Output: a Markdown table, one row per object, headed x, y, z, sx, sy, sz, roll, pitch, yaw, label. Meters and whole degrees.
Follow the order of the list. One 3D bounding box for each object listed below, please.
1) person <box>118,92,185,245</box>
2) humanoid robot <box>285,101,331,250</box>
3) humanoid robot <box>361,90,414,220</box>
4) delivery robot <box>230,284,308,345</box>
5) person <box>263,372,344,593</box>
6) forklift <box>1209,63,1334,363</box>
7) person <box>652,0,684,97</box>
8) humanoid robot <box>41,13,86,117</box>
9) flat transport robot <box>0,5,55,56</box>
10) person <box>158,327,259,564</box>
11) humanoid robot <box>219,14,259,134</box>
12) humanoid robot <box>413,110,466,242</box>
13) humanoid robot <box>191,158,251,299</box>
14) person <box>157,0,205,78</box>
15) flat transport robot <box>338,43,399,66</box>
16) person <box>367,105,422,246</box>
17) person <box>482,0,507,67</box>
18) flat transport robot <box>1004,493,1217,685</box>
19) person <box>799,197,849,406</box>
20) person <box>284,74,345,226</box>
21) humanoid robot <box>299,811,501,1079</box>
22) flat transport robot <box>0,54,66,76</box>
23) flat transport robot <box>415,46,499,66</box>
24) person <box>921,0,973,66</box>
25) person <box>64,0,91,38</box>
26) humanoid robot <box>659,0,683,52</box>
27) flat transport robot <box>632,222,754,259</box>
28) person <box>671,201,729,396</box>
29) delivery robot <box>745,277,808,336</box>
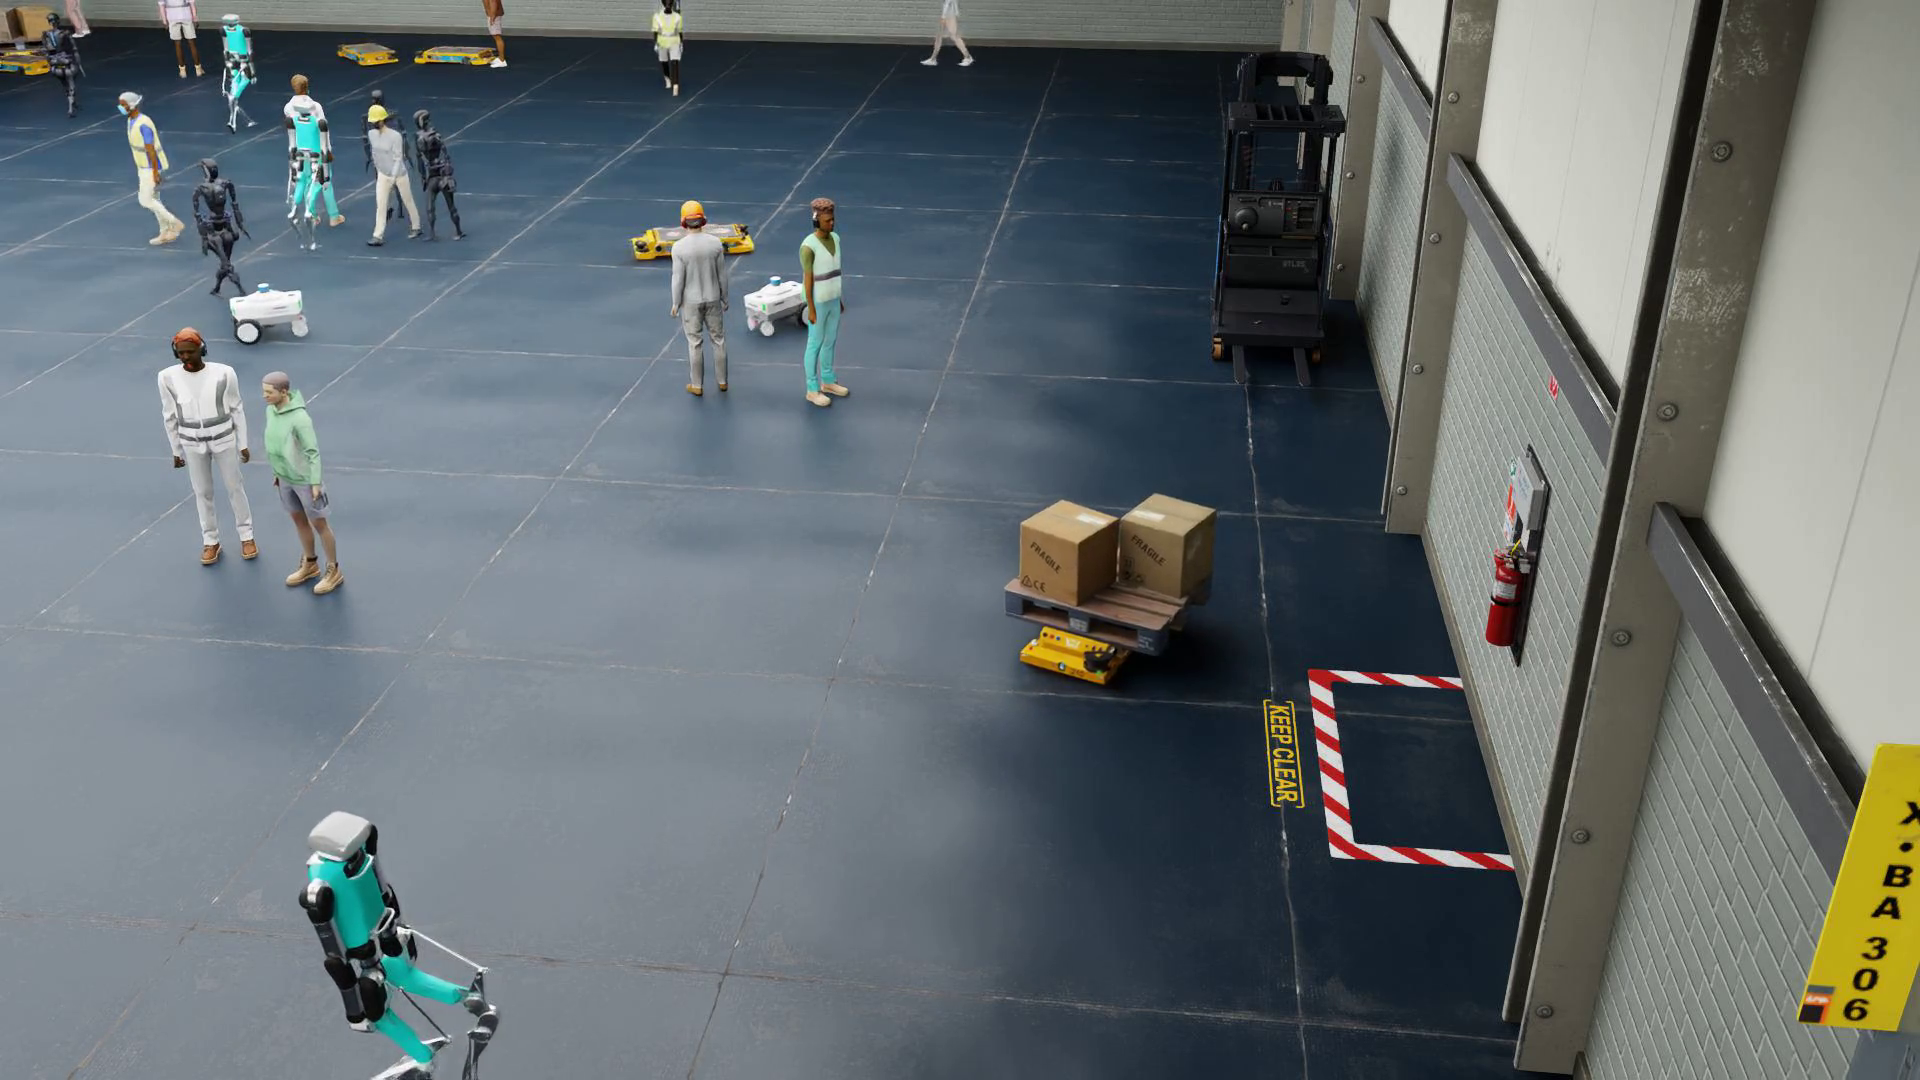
| x | y | z | sx | sy | sz | roll | pitch | yaw | label |
| --- | --- | --- | --- | --- | --- | --- | --- | --- | --- |
| -9.974 | -4.540 | 20.405 | 0.471 | 1.878 | 0.556 | -23 | 34 | -38 | person |
| -7.993 | -4.375 | 20.289 | 0.546 | 1.814 | 0.792 | 4 | 27 | 8 | humanoid robot |
| -7.387 | -4.968 | 21.484 | 0.593 | 1.639 | 0.476 | -10 | 28 | -18 | humanoid robot |
| -7.357 | -2.402 | 17.635 | 0.811 | 0.613 | 0.499 | -10 | 28 | -20 | delivery robot |
| -4.908 | -0.437 | 12.365 | 0.473 | 1.742 | 0.324 | 15 | 30 | 28 | person |
| 3.241 | -3.477 | 17.183 | 1.129 | 2.768 | 1.873 | 3 | 27 | 6 | forklift |
| -5.010 | -8.551 | 28.638 | 0.532 | 1.669 | 0.785 | -3 | 27 | -7 | person |
| -14.588 | -7.732 | 27.060 | 0.591 | 1.627 | 0.791 | -1 | 27 | -1 | humanoid robot |
| -17.763 | -9.269 | 31.643 | 0.659 | 0.231 | 1.431 | -10 | 28 | -19 | flat transport robot |
| -5.767 | -0.724 | 12.784 | 0.572 | 1.882 | 0.357 | -8 | 28 | -15 | person |
| -11.413 | -7.248 | 25.990 | 0.537 | 1.778 | 0.933 | 7 | 27 | 13 | humanoid robot |
| -6.468 | -4.474 | 20.528 | 0.614 | 1.634 | 0.658 | 16 | 31 | 29 | humanoid robot |
| -8.231 | -3.450 | 18.509 | 0.657 | 1.639 | 0.603 | 16 | 31 | 29 | humanoid robot |
| -14.002 | -9.359 | 29.846 | 0.612 | 2.043 | 0.371 | -11 | 29 | -20 | person |
| -11.224 | -9.204 | 31.512 | 0.659 | 0.231 | 1.431 | -19 | 32 | -33 | flat transport robot |
| -7.033 | -4.489 | 20.478 | 0.515 | 1.714 | 0.887 | 8 | 28 | 16 | person |
| -8.621 | -9.721 | 30.773 | 0.396 | 1.855 | 0.781 | -7 | 27 | -13 | person |
| 1.052 | 0.573 | 11.995 | 0.659 | 0.231 | 1.431 | 14 | 30 | 26 | flat transport robot |
| -1.303 | -2.275 | 15.775 | 0.388 | 1.977 | 0.486 | 17 | 31 | 30 | person |
| -8.262 | -4.954 | 21.196 | 0.489 | 1.914 | 0.374 | -2 | 27 | -4 | person |
| -2.512 | 1.989 | 7.528 | 1.028 | 1.735 | 0.562 | 4 | 27 | 7 | humanoid robot |
| -17.263 | -8.740 | 30.587 | 1.431 | 0.231 | 0.659 | 9 | 28 | 18 | flat transport robot |
| -9.477 | -9.136 | 31.377 | 1.431 | 0.231 | 0.659 | 4 | 27 | 9 | flat transport robot |
| -0.210 | -9.706 | 30.769 | 0.968 | 1.829 | 0.517 | -1 | 27 | -2 | person |
| -17.889 | -11.044 | 33.414 | 0.419 | 1.868 | 0.673 | -7 | 27 | -14 | person |
| -5.554 | -10.156 | 31.625 | 0.735 | 1.677 | 0.533 | -5 | 27 | -10 | humanoid robot |
| -3.292 | -3.681 | 20.486 | 1.431 | 0.231 | 0.659 | -6 | 27 | -12 | flat transport robot |
| -2.491 | -2.311 | 15.947 | 0.569 | 1.889 | 0.373 | -12 | 29 | -23 | person |
| -1.953 | -2.529 | 17.888 | 0.523 | 0.612 | 0.783 | 20 | 33 | 35 | delivery robot |
